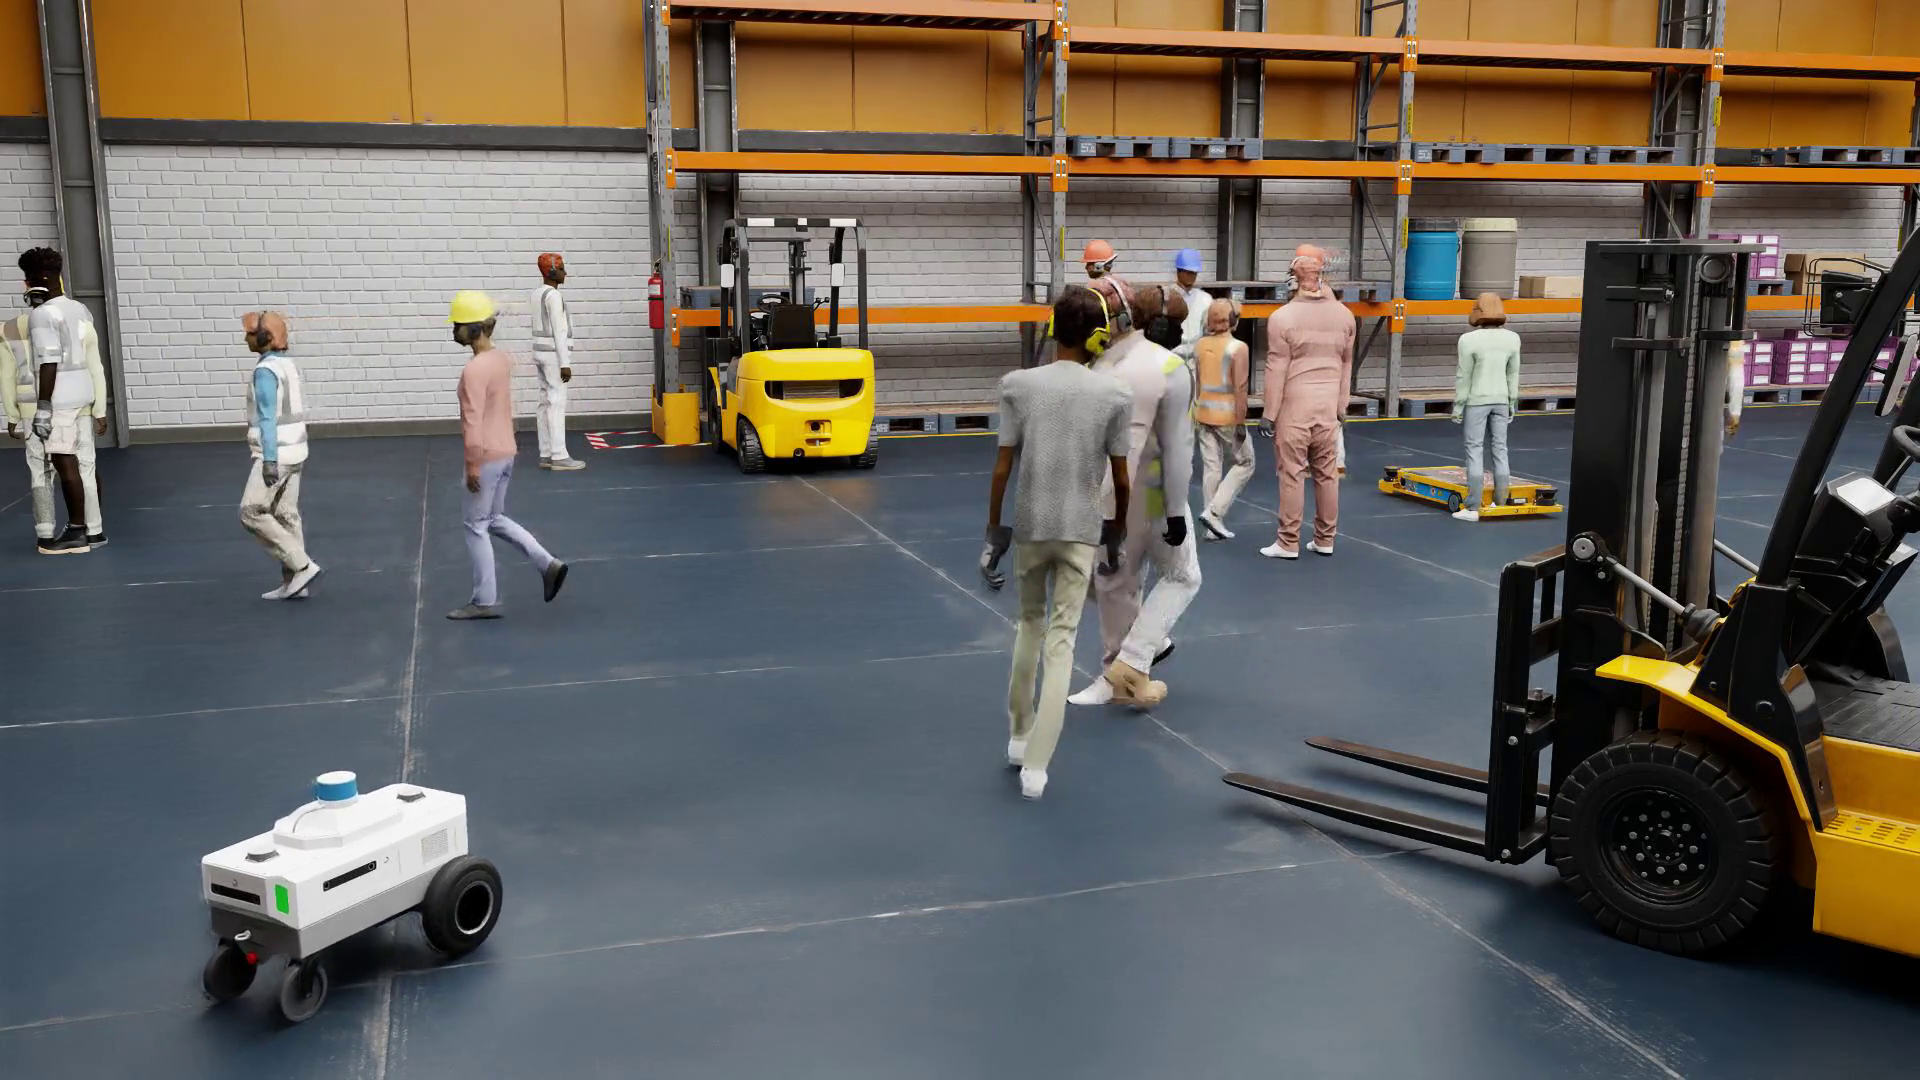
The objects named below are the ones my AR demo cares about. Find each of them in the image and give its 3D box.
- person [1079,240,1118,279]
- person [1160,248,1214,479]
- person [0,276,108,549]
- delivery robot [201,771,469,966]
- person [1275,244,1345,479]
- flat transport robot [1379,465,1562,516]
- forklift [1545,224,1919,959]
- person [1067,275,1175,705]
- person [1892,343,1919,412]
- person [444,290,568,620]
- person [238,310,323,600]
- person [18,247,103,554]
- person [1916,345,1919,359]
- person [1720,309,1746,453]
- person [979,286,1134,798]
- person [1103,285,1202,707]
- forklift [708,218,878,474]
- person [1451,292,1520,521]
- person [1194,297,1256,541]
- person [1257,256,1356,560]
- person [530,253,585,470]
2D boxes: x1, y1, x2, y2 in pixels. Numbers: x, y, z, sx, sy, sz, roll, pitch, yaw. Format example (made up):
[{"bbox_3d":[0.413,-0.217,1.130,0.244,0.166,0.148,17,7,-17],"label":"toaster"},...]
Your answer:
[{"bbox_3d":[1.210,-1.555,14.236,0.392,1.990,0.612,-1,10,-7],"label":"person"},{"bbox_3d":[1.842,-1.443,13.789,0.629,1.925,0.489,-4,11,-19],"label":"person"},{"bbox_3d":[-5.839,-0.840,10.745,0.600,1.831,0.404,-5,11,-25],"label":"person"},{"bbox_3d":[-1.698,0.880,4.566,0.477,0.478,0.707,5,12,27],"label":"delivery robot"},{"bbox_3d":[2.913,-1.467,13.834,0.731,1.950,0.673,2,10,9],"label":"person"},{"bbox_3d":[3.824,-0.388,12.551,0.652,0.197,1.431,-3,11,-17],"label":"flat transport robot"},{"bbox_3d":[2.909,0.117,4.508,2.313,2.155,1.214,9,14,40],"label":"forklift"},{"bbox_3d":[0.675,-0.182,7.062,0.483,1.873,0.679,-2,10,-9],"label":"person"},{"bbox_3d":[10.913,-2.287,18.528,1.003,1.888,0.636,-5,11,-25],"label":"person"},{"bbox_3d":[-2.438,-0.438,8.770,0.536,1.747,0.536,1,10,4],"label":"person"},{"bbox_3d":[-3.782,-0.447,9.159,0.378,1.624,0.536,-2,10,-8],"label":"person"},{"bbox_3d":[-5.771,-0.892,10.686,0.368,1.959,0.602,-1,10,-4],"label":"person"},{"bbox_3d":[10.076,-2.006,16.920,0.587,1.914,0.390,3,11,15],"label":"person"},{"bbox_3d":[4.794,-0.901,10.858,0.587,1.914,0.468,6,12,31],"label":"person"},{"bbox_3d":[0.373,-0.006,6.152,0.542,1.839,0.723,2,11,13],"label":"person"},{"bbox_3d":[0.776,-0.170,7.116,0.439,1.818,0.649,-7,12,-32],"label":"person"},{"bbox_3d":[-1.522,-1.778,14.899,1.214,2.155,2.313,-3,11,-17],"label":"forklift"},{"bbox_3d":[3.750,-0.948,11.886,0.507,1.631,0.267,-3,11,-16],"label":"person"},{"bbox_3d":[1.735,-0.786,11.006,0.365,1.627,0.523,-7,13,-35],"label":"person"},{"bbox_3d":[2.155,-0.823,10.473,0.638,1.903,0.406,-5,11,-24],"label":"person"},{"bbox_3d":[-3.544,-1.553,14.520,0.354,1.883,0.573,-7,12,-33],"label":"person"}]
